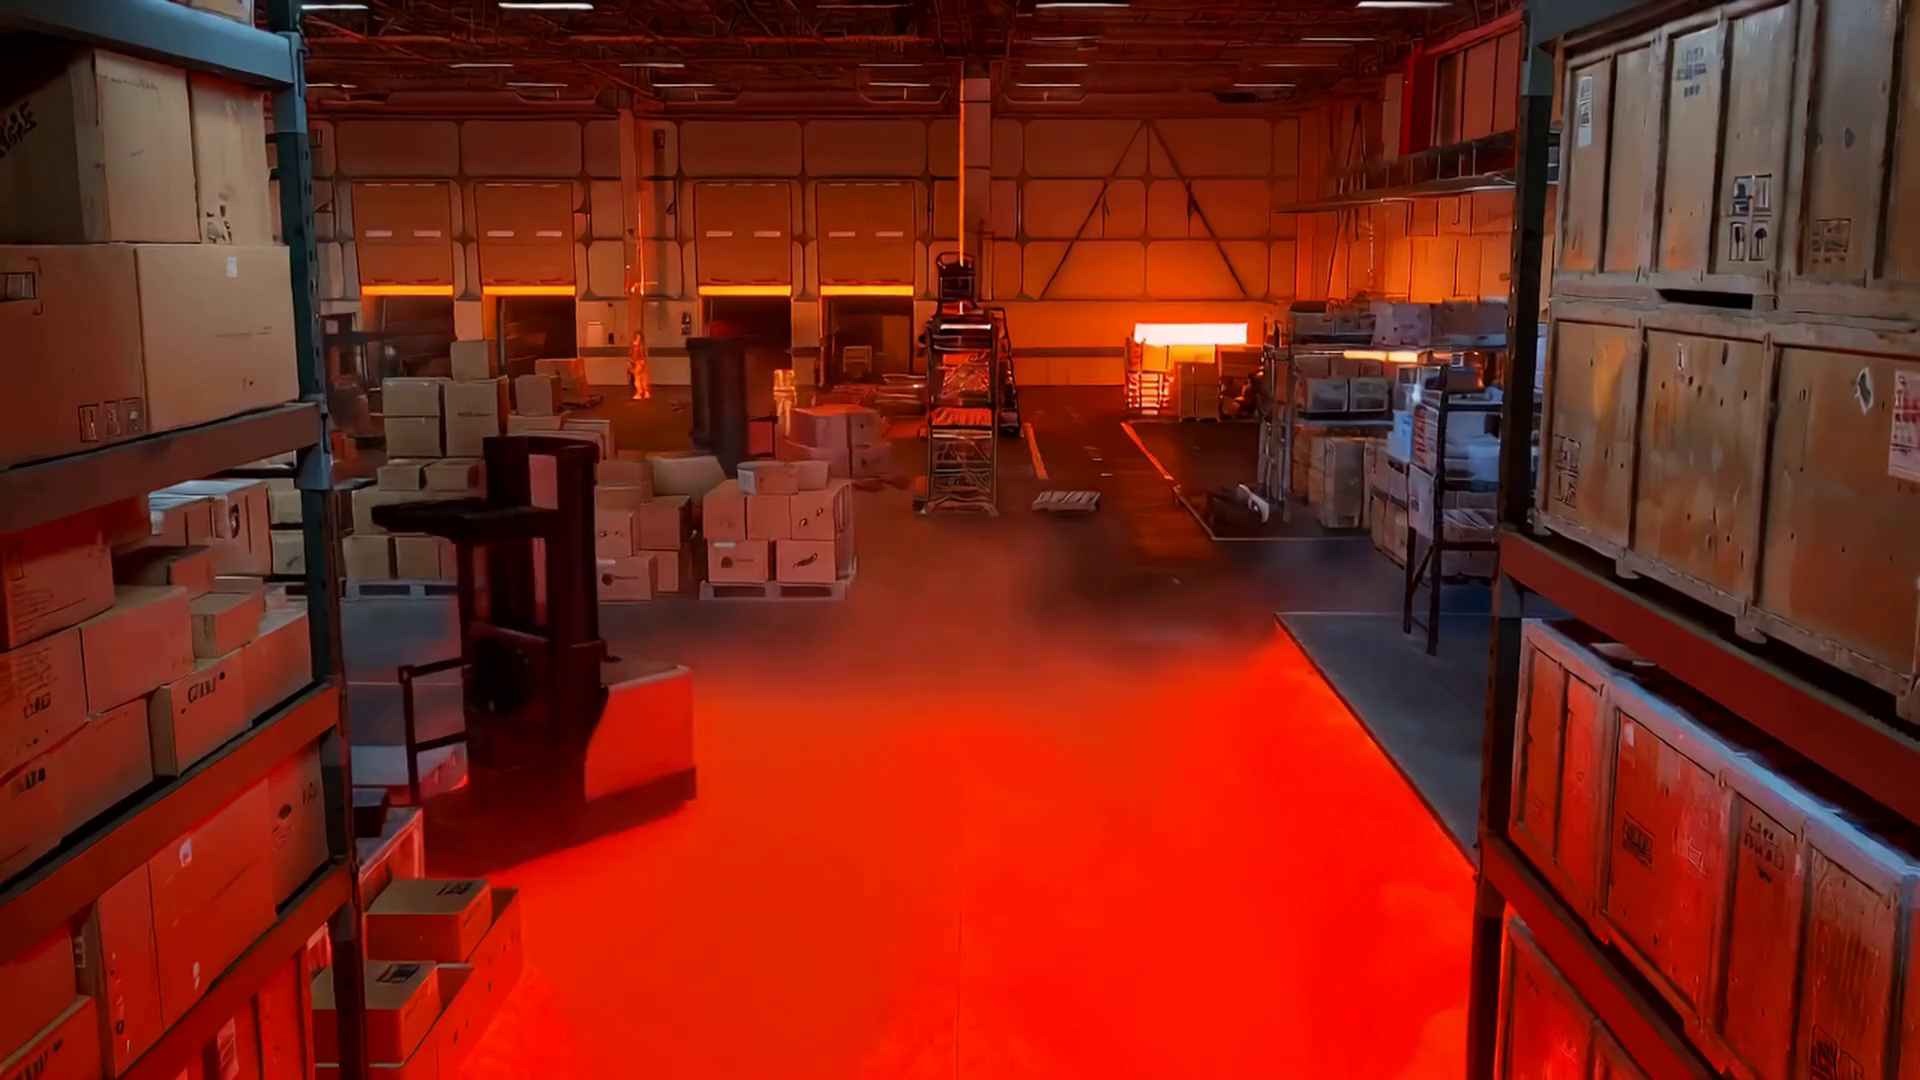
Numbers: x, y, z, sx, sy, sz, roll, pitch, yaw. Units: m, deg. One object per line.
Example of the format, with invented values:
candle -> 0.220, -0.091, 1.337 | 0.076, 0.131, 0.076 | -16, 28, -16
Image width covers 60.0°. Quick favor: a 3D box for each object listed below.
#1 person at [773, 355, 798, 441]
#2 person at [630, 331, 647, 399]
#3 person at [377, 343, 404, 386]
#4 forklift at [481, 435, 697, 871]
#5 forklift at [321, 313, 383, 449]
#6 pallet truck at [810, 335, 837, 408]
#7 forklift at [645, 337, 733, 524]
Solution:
person -> -3.836, -3.116, 36.556 | 0.574, 1.881, 0.358 | -8, 12, -37
person -> -9.121, -4.948, 47.009 | 0.544, 1.928, 0.392 | 9, 13, 42
person -> -13.995, -3.881, 40.877 | 0.636, 1.924, 0.669 | -8, 13, -39
forklift -> -2.934, 0.663, 11.878 | 1.129, 2.768, 1.873 | 8, 13, 39
forklift -> -13.290, -3.411, 35.384 | 1.873, 2.768, 1.129 | 4, 10, 20
pallet truck -> -3.021, -4.312, 43.126 | 1.885, 1.965, 0.823 | 3, 10, 17
forklift -> -3.817, -1.683, 25.412 | 1.873, 2.768, 1.129 | -6, 12, -31
